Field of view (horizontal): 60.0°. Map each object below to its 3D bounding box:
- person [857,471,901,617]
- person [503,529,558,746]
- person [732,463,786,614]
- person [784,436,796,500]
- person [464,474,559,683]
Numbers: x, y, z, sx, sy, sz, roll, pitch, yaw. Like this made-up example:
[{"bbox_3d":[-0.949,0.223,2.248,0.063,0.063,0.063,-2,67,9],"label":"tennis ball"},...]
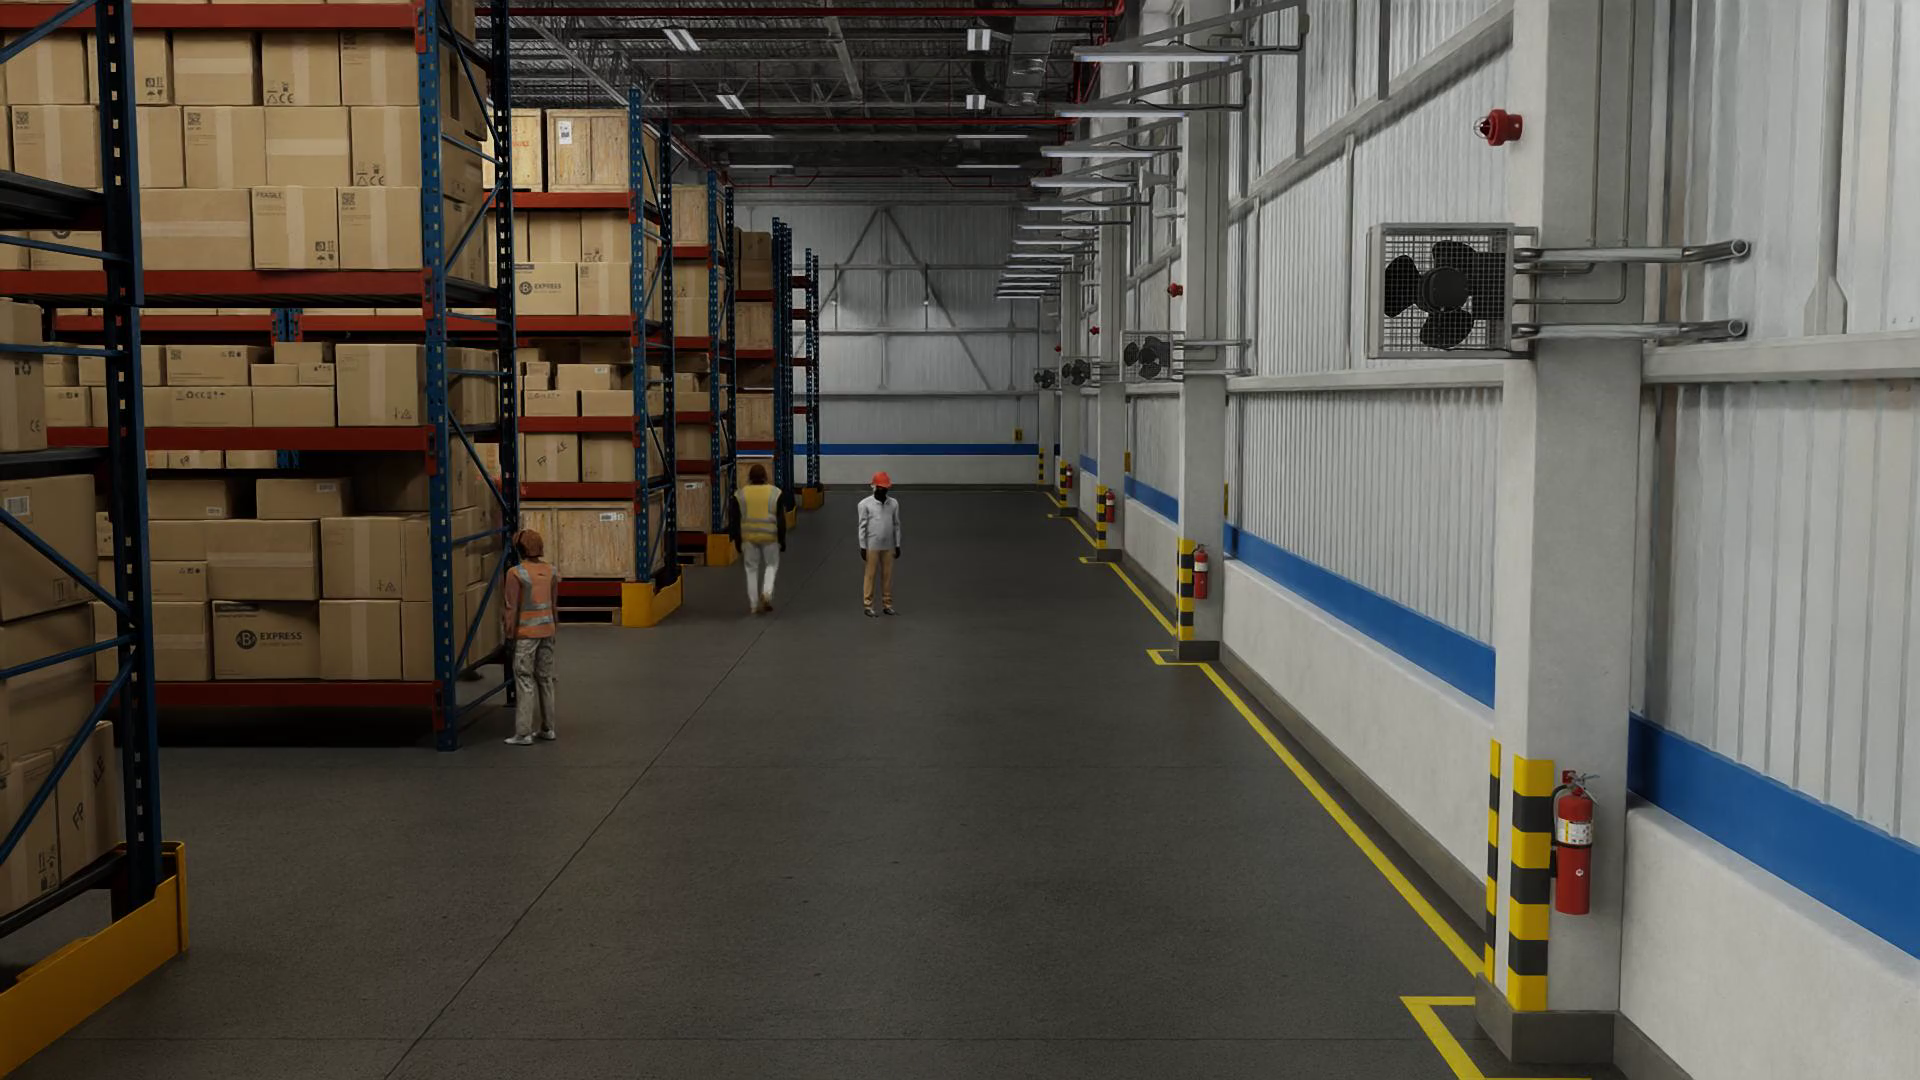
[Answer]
[{"bbox_3d":[-0.949,0.051,19.855,0.566,1.744,0.349,-3,6,-32],"label":"person"},{"bbox_3d":[-3.234,0.733,12.576,0.315,1.631,0.524,3,6,29],"label":"person"},{"bbox_3d":[-2.426,-0.015,20.161,0.662,1.822,0.507,0,5,-1],"label":"person"},{"bbox_3d":[-3.923,-1.484,37.767,0.318,1.740,0.488,1,5,13],"label":"person"},{"bbox_3d":[-4.214,0.358,15.198,0.976,1.948,0.634,1,5,13],"label":"person"}]
